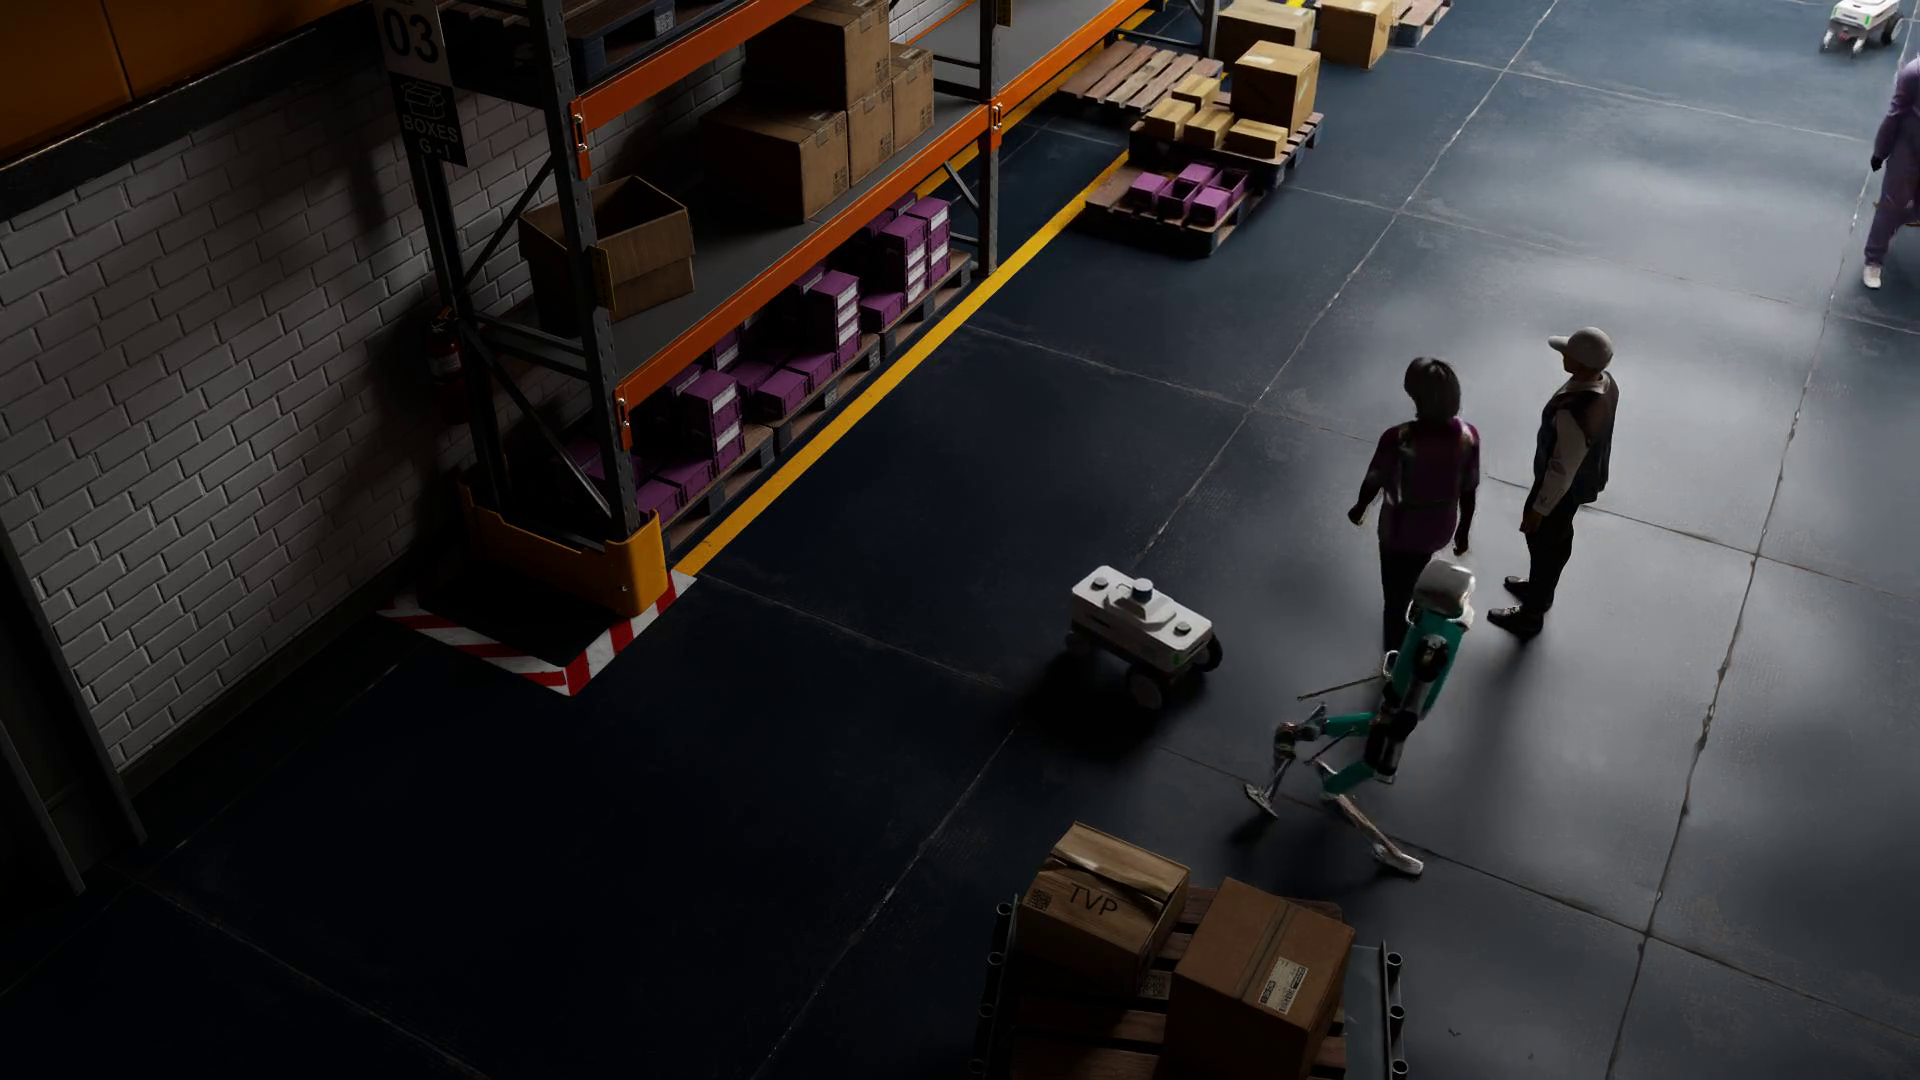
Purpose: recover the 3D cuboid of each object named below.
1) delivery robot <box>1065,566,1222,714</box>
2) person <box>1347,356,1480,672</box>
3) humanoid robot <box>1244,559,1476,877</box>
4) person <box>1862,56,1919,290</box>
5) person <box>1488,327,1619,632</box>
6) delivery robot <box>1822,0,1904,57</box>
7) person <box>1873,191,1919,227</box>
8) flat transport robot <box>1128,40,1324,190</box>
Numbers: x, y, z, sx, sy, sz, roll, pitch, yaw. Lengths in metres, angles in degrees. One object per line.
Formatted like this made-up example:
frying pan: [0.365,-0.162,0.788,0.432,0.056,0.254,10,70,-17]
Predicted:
delivery robot: [0.923,0.469,8.419,0.810,0.612,0.499,29,47,31]
person: [2.183,-0.120,8.125,0.520,1.822,0.725,-7,39,-8]
humanoid robot: [1.623,0.738,7.153,1.009,1.770,0.539,15,41,18]
person: [6.516,-2.655,11.245,0.655,1.882,0.605,6,39,8]
person: [3.020,-0.298,8.398,0.445,1.756,0.772,21,43,24]
delivery robot: [8.075,-4.677,14.851,0.809,0.611,0.499,-31,48,-33]
person: [7.095,-3.162,11.874,0.378,1.892,0.584,-11,40,-13]
flat transport robot: [1.991,-2.883,12.823,0.659,0.231,1.431,20,43,23]
